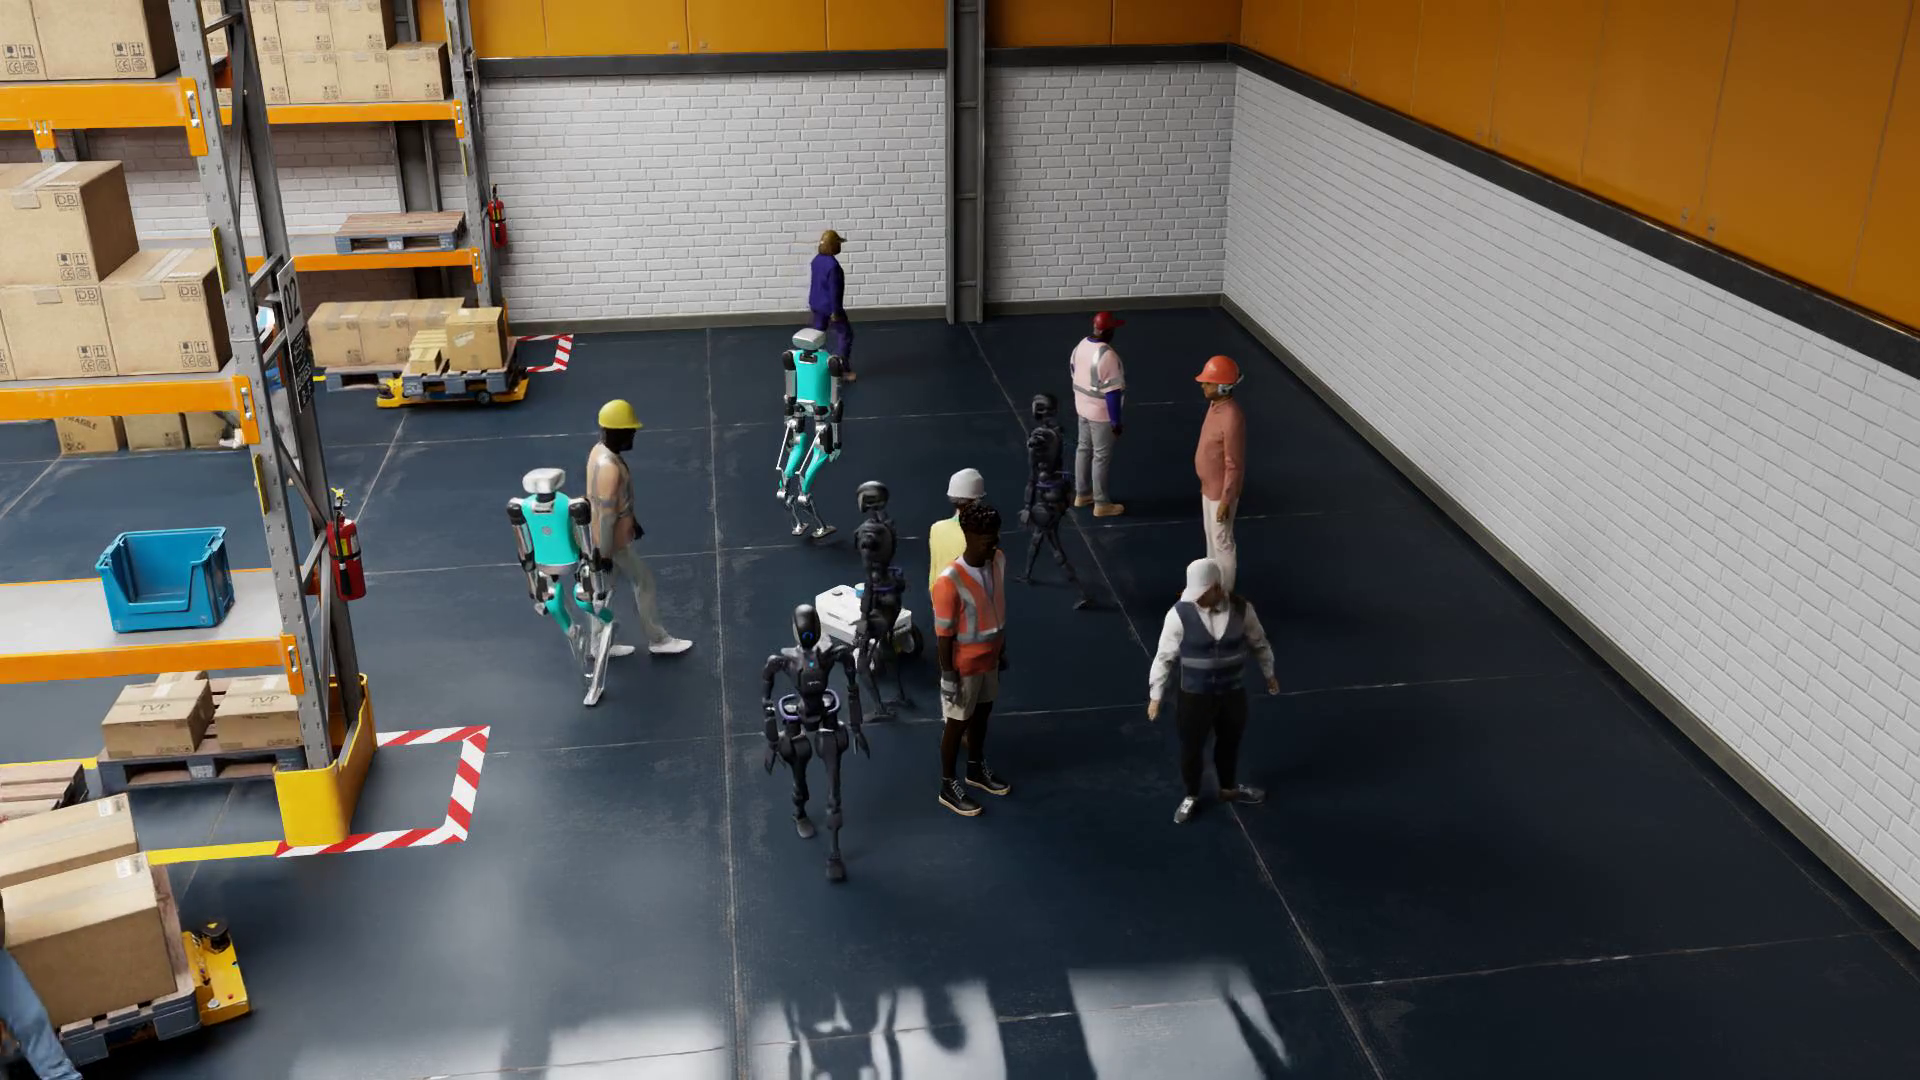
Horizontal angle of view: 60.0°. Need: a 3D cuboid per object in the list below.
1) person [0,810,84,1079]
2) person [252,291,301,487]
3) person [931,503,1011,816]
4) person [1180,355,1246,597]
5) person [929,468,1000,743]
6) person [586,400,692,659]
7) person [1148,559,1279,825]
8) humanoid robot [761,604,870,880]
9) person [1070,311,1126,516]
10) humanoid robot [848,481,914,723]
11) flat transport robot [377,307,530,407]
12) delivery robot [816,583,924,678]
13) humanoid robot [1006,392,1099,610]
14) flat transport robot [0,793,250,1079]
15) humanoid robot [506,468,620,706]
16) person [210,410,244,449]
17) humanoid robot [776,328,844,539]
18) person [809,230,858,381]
[{"bbox_3d":[-4.213,1.842,7.145,1.011,1.913,0.630,-1,24,-3],"label":"person"},{"bbox_3d":[-6.115,-1.358,14.550,0.627,1.838,0.430,-3,24,-7],"label":"person"},{"bbox_3d":[0.079,0.687,9.739,0.375,1.958,0.604,16,28,32],"label":"person"},{"bbox_3d":[1.870,-0.383,12.125,0.391,1.994,0.610,-2,24,-4],"label":"person"},{"bbox_3d":[0.018,0.466,10.360,0.541,1.864,0.456,20,30,37],"label":"person"},{"bbox_3d":[-2.260,-0.060,11.501,0.796,1.898,0.598,-7,25,-16],"label":"person"},{"bbox_3d":[1.463,0.864,9.627,0.803,1.715,0.445,-4,24,-9],"label":"person"},{"bbox_3d":[-0.810,1.056,9.301,0.594,1.612,0.746,-7,25,-15],"label":"humanoid robot"},{"bbox_3d":[1.178,-1.072,13.993,0.418,1.753,0.606,-12,27,-26],"label":"person"},{"bbox_3d":[-0.519,0.403,10.747,0.325,1.663,0.602,5,24,10],"label":"humanoid robot"},{"bbox_3d":[-5.162,-1.573,16.980,1.431,0.231,0.659,-3,24,-7],"label":"flat transport robot"},{"bbox_3d":[-0.661,0.608,11.680,0.811,0.613,0.499,20,30,37],"label":"delivery robot"},{"bbox_3d":[0.714,-0.314,12.456,0.851,1.627,0.588,12,26,25],"label":"humanoid robot"},{"bbox_3d":[-4.304,2.300,8.156,1.431,0.231,0.659,-13,27,-27],"label":"flat transport robot"},{"bbox_3d":[-2.538,0.329,10.966,0.545,1.885,0.802,3,24,6],"label":"humanoid robot"},{"bbox_3d":[-6.875,-1.699,15.308,0.487,1.854,0.507,3,24,7],"label":"person"},{"bbox_3d":[-1.263,-0.792,13.208,0.533,1.677,0.735,11,26,23],"label":"humanoid robot"},{"bbox_3d":[-1.316,-2.424,17.247,0.563,1.602,0.463,-17,29,-34],"label":"person"}]
